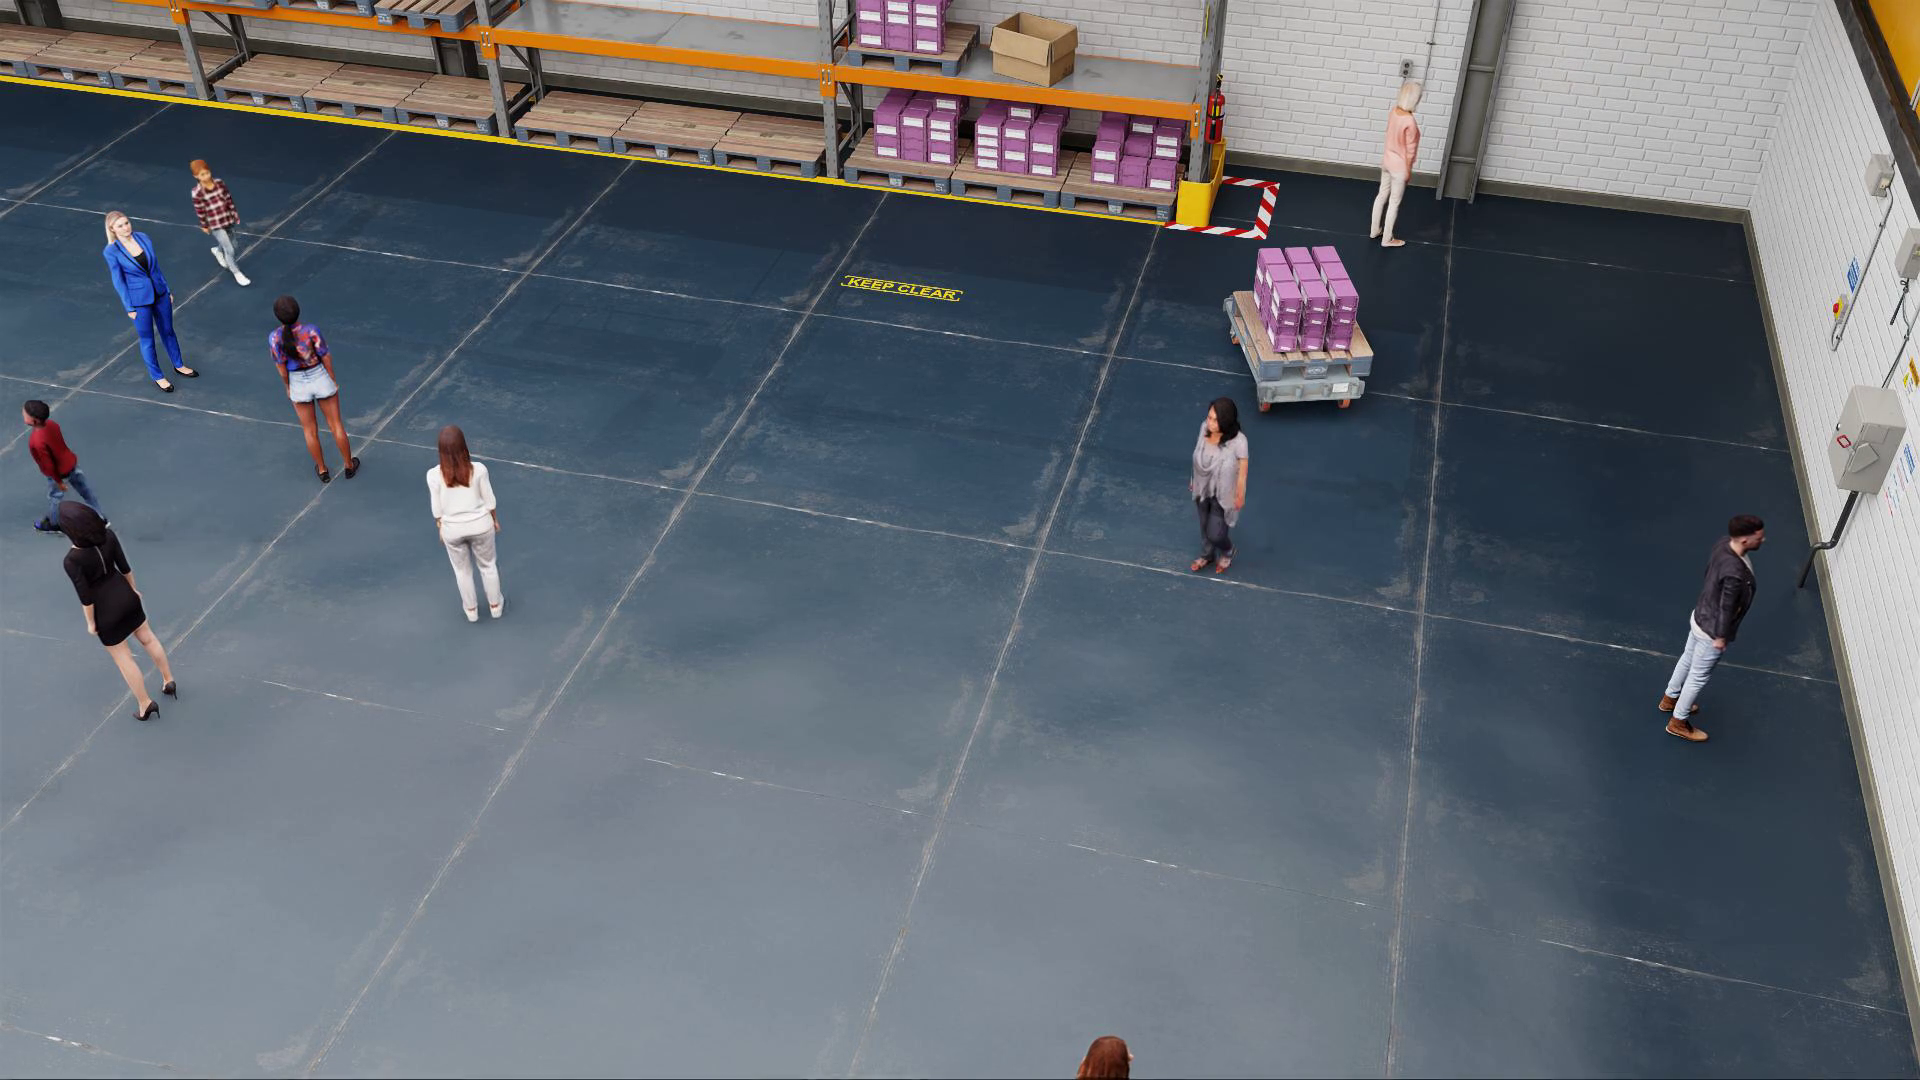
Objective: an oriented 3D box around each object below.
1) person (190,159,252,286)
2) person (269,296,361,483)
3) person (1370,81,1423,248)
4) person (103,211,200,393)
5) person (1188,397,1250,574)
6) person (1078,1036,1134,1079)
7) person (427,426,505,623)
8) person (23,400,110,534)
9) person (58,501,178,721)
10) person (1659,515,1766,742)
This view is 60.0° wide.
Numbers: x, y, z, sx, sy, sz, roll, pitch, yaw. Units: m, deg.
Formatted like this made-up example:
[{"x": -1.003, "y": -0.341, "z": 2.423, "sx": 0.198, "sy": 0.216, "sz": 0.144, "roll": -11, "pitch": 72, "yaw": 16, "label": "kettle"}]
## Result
[{"x": -7.311, "y": -3.155, "z": 16.350, "sx": 0.902, "sy": 1.286, "sz": 0.690, "roll": 24, "pitch": 45, "yaw": 27, "label": "person"}, {"x": -5.301, "y": -1.243, "z": 13.590, "sx": 0.625, "sy": 1.742, "sz": 0.727, "roll": -11, "pitch": 40, "yaw": -14, "label": "person"}, {"x": 4.418, "y": -3.814, "z": 16.824, "sx": 0.700, "sy": 1.724, "sz": 0.677, "roll": -13, "pitch": 40, "yaw": -15, "label": "person"}, {"x": -7.224, "y": -2.138, "z": 14.745, "sx": 0.630, "sy": 1.701, "sz": 0.667, "roll": 19, "pitch": 42, "yaw": 22, "label": "person"}, {"x": 2.024, "y": -0.437, "z": 12.697, "sx": 0.835, "sy": 1.598, "sz": 0.761, "roll": -27, "pitch": 46, "yaw": -29, "label": "person"}, {"x": 0.682, "y": 3.015, "z": 8.285, "sx": 0.673, "sy": 1.710, "sz": 0.646, "roll": -11, "pitch": 40, "yaw": -14, "label": "person"}, {"x": -3.617, "y": -0.104, "z": 12.209, "sx": 0.673, "sy": 1.688, "sz": 0.759, "roll": -13, "pitch": 40, "yaw": -16, "label": "person"}, {"x": -7.057, "y": -0.576, "z": 13.160, "sx": 0.813, "sy": 1.238, "sz": 0.605, "roll": 2, "pitch": 39, "yaw": 2, "label": "person"}, {"x": -5.781, "y": 0.486, "z": 11.378, "sx": 0.534, "sy": 1.802, "sz": 0.621, "roll": 14, "pitch": 41, "yaw": 17, "label": "person"}, {"x": 5.088, "y": 0.564, "z": 11.253, "sx": 0.572, "sy": 1.836, "sz": 0.671, "roll": 6, "pitch": 39, "yaw": 8, "label": "person"}]
